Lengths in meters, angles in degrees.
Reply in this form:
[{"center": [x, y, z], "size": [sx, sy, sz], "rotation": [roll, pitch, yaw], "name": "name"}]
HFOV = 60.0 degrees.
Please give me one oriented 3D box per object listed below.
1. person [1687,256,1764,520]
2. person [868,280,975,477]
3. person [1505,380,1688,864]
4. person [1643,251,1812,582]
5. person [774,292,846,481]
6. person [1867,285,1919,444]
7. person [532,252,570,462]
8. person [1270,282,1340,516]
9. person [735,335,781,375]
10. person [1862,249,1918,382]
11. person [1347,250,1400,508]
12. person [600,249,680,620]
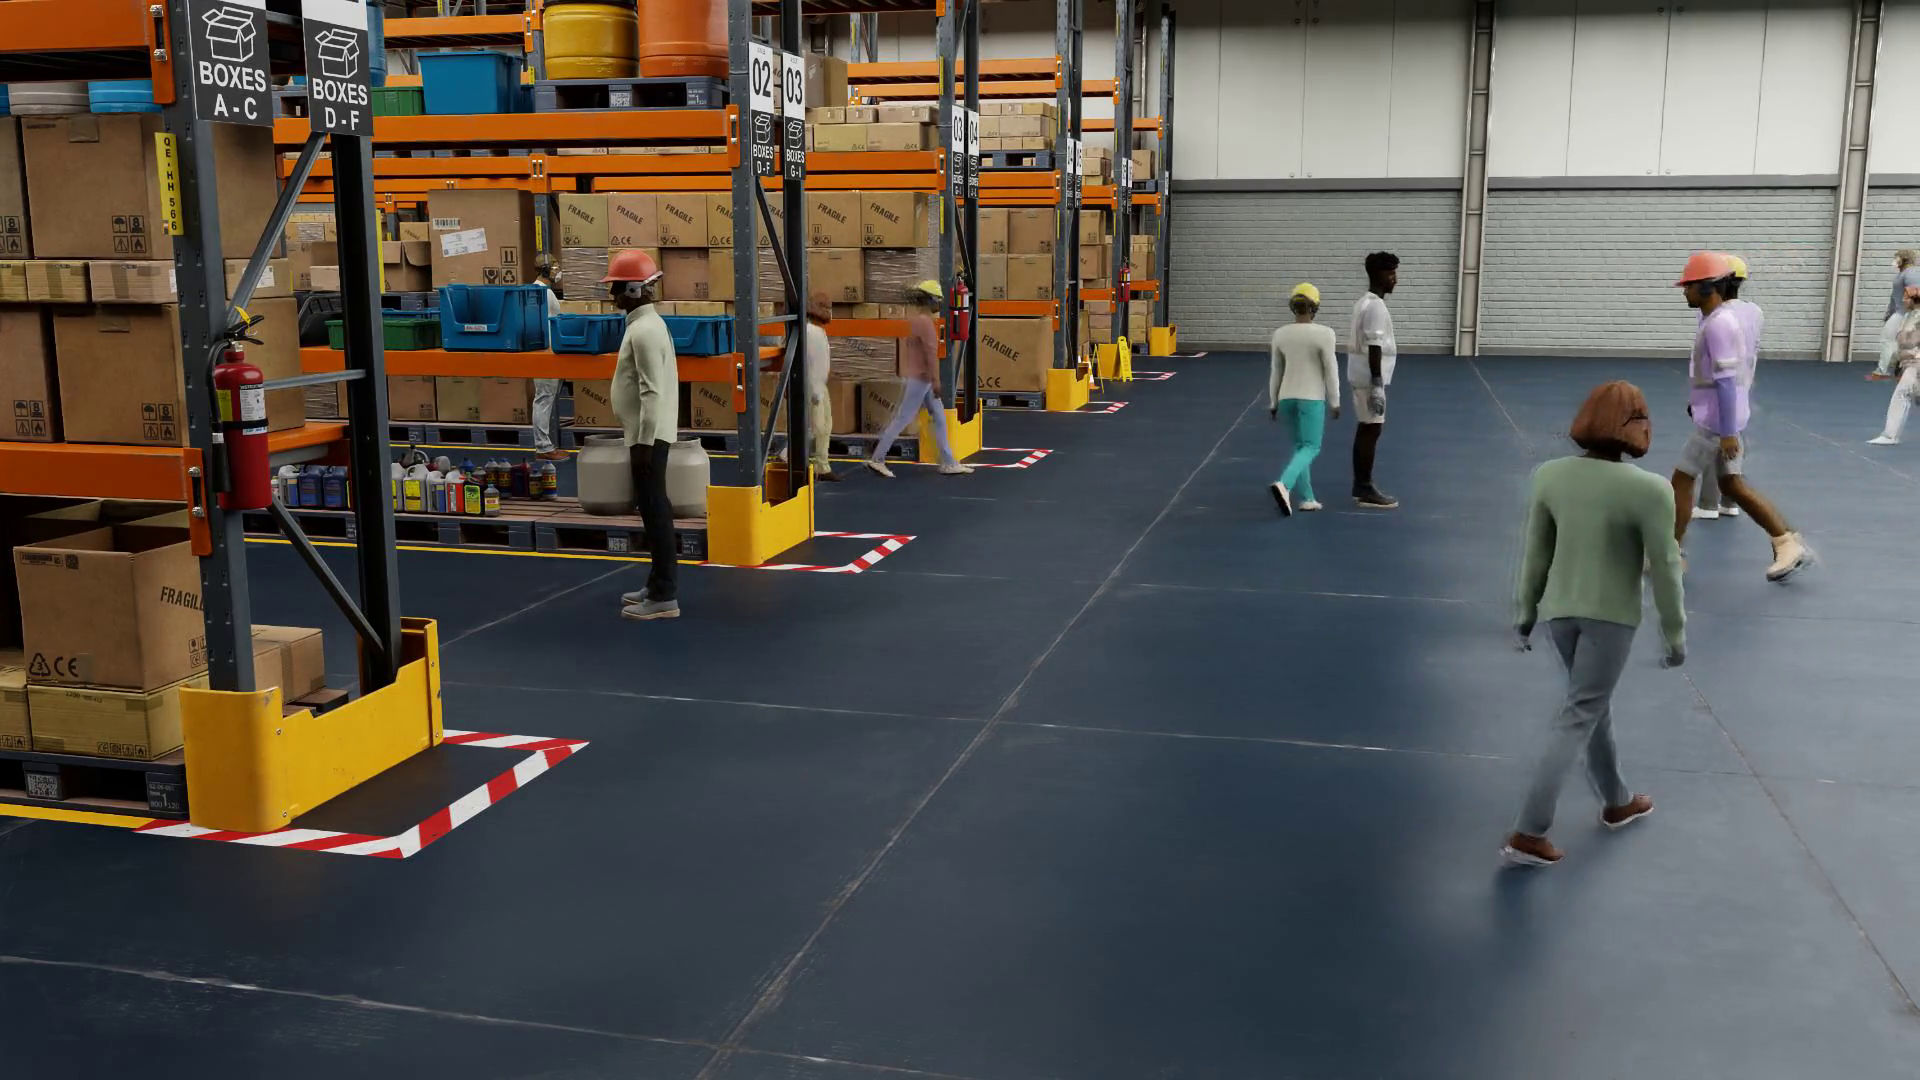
[{"center": [5.574, -1.106, 12.182], "size": [0.587, 1.927, 0.367], "rotation": [-5, 12, -28], "name": "person"}, {"center": [-0.371, -1.392, 14.392], "size": [0.929, 1.706, 0.532], "rotation": [-1, 10, -3], "name": "person"}, {"center": [2.112, 0.264, 5.527], "size": [0.865, 1.591, 0.522], "rotation": [-7, 12, -33], "name": "person"}, {"center": [4.625, -0.726, 9.959], "size": [0.978, 1.994, 0.655], "rotation": [6, 12, 30], "name": "person"}, {"center": [-1.258, -1.276, 14.008], "size": [0.501, 1.615, 0.506], "rotation": [2, 10, 9], "name": "person"}, {"center": [9.590, -1.740, 16.601], "size": [0.822, 1.606, 0.528], "rotation": [2, 10, 11], "name": "person"}, {"center": [-3.832, -1.682, 15.374], "size": [0.364, 1.934, 0.624], "rotation": [-3, 11, -15], "name": "person"}, {"center": [2.501, -1.032, 12.323], "size": [0.565, 1.727, 0.744], "rotation": [9, 14, 42], "name": "person"}, {"center": [-2.276, -2.244, 18.757], "size": [0.403, 1.831, 0.604], "rotation": [9, 13, 39], "name": "person"}, {"center": [13.415, -3.215, 23.924], "size": [0.842, 1.908, 0.640], "rotation": [5, 11, 25], "name": "person"}, {"center": [3.185, -1.242, 12.834], "size": [0.383, 1.962, 0.634], "rotation": [1, 10, 6], "name": "person"}, {"center": [-1.720, -0.568, 9.009], "size": [0.396, 1.992, 0.619], "rotation": [-2, 10, -9], "name": "person"}]
